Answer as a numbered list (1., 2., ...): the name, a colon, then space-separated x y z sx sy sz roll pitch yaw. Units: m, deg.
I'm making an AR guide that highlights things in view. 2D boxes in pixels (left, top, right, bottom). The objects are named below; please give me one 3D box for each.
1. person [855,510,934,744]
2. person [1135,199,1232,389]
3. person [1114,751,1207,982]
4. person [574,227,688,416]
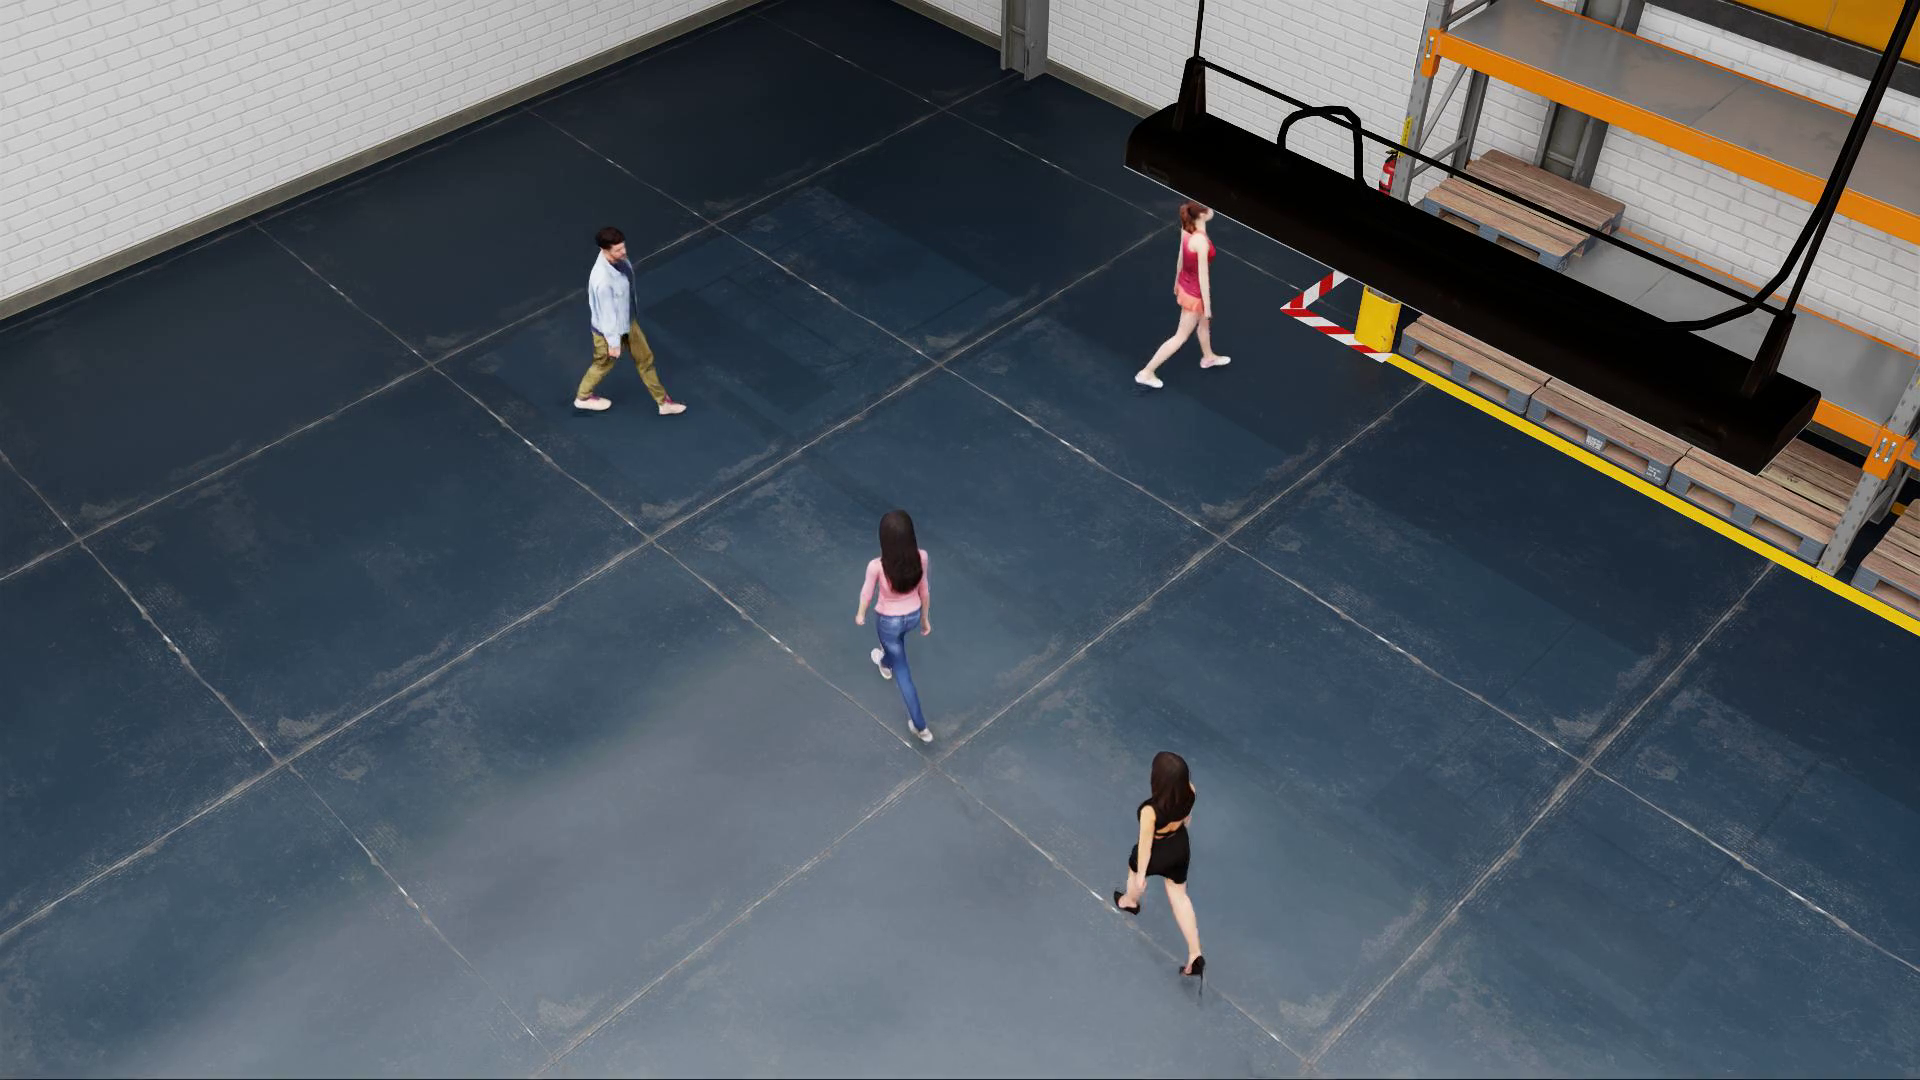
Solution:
1. person: -0.365 0.569 10.499 0.840 1.697 1.202 -19 47 -19
2. person: 1.765 -1.927 13.107 1.002 1.714 1.130 -10 44 -10
3. person: 1.187 1.814 9.247 0.732 1.623 1.087 -23 48 -23
4. person: -2.741 -1.654 12.795 1.311 1.750 1.140 5 44 6
